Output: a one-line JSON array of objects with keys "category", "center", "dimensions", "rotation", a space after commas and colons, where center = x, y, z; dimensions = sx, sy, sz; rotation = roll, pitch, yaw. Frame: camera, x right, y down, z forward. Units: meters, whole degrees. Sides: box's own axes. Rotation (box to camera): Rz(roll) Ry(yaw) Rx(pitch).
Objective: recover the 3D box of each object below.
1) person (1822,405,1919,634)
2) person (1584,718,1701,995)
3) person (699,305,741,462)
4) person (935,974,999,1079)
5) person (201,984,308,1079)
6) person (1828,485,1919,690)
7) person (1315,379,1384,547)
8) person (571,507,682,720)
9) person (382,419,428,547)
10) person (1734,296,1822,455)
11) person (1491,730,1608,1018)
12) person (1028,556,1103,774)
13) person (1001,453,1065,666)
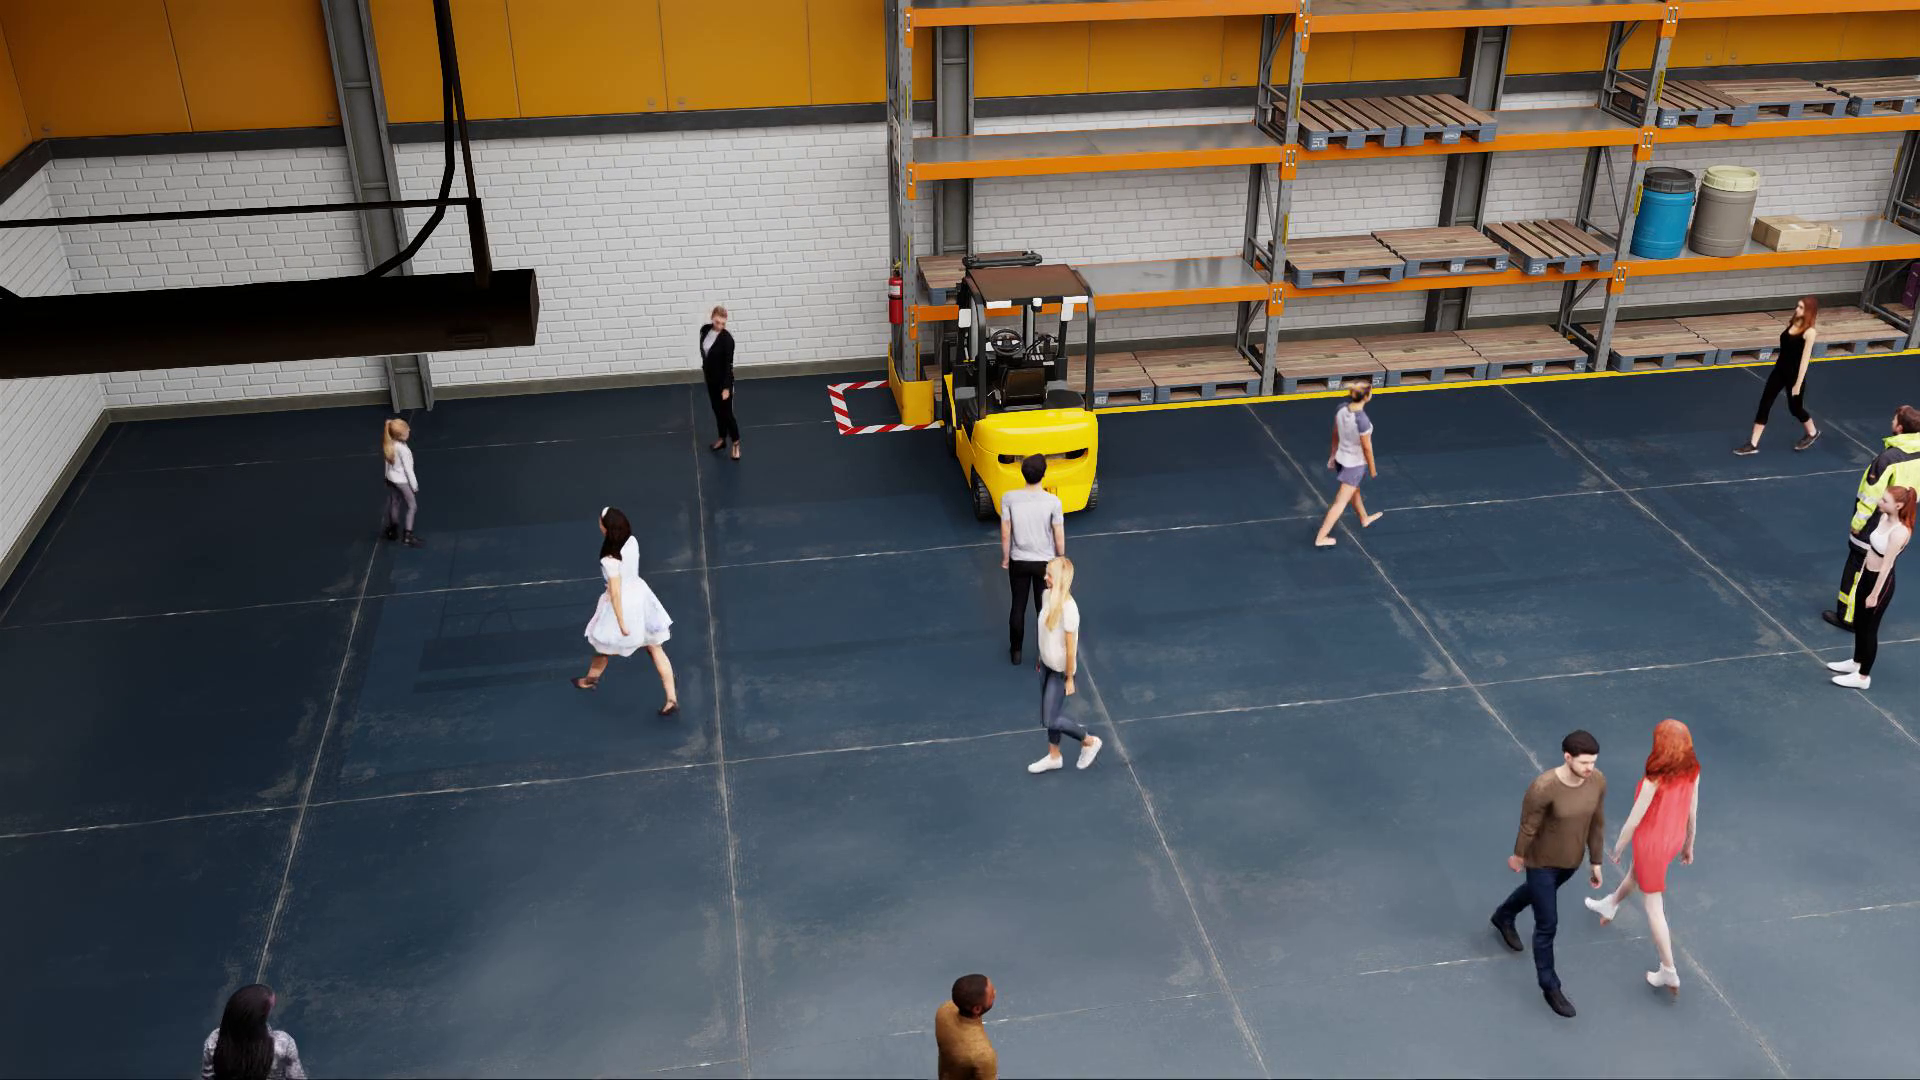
[{"category": "person", "center": [7.654, -0.177, 13.792], "dimensions": [0.722, 1.981, 0.903], "rotation": [-15, 32, -26]}, {"category": "person", "center": [4.284, 1.957, 10.102], "dimensions": [1.135, 1.770, 0.887], "rotation": [-12, 31, -21]}, {"category": "person", "center": [-2.438, -1.613, 16.740], "dimensions": [0.780, 1.679, 0.769], "rotation": [-17, 33, -29]}, {"category": "person", "center": [-0.026, 2.894, 8.349], "dimensions": [0.927, 1.804, 0.816], "rotation": [-16, 33, -27]}, {"category": "person", "center": [-3.573, 2.953, 8.372], "dimensions": [0.601, 1.676, 0.784], "rotation": [-7, 29, -13]}, {"category": "person", "center": [7.204, 0.358, 13.062], "dimensions": [0.624, 1.741, 0.644], "rotation": [6, 29, 11]}, {"category": "person", "center": [3.480, -0.655, 15.097], "dimensions": [1.080, 1.571, 0.718], "rotation": [-11, 30, -19]}, {"category": "person", "center": [-2.413, 0.606, 12.593], "dimensions": [1.292, 1.755, 1.116], "rotation": [13, 31, 23]}, {"category": "person", "center": [-5.164, -0.541, 15.213], "dimensions": [0.702, 1.259, 0.718], "rotation": [17, 33, 28]}, {"category": "person", "center": [8.441, -1.630, 16.759], "dimensions": [1.141, 1.692, 0.638], "rotation": [-7, 29, -13]}, {"category": "person", "center": [3.573, 1.881, 10.169], "dimensions": [1.152, 1.838, 0.867], "rotation": [-10, 30, -18]}, {"category": "person", "center": [0.787, 0.912, 11.983], "dimensions": [0.782, 1.802, 0.637], "rotation": [-9, 30, -15]}, {"category": "person", "center": [0.575, 0.170, 13.280], "dimensions": [0.635, 1.864, 0.796], "rotation": [6, 29, 11]}]
